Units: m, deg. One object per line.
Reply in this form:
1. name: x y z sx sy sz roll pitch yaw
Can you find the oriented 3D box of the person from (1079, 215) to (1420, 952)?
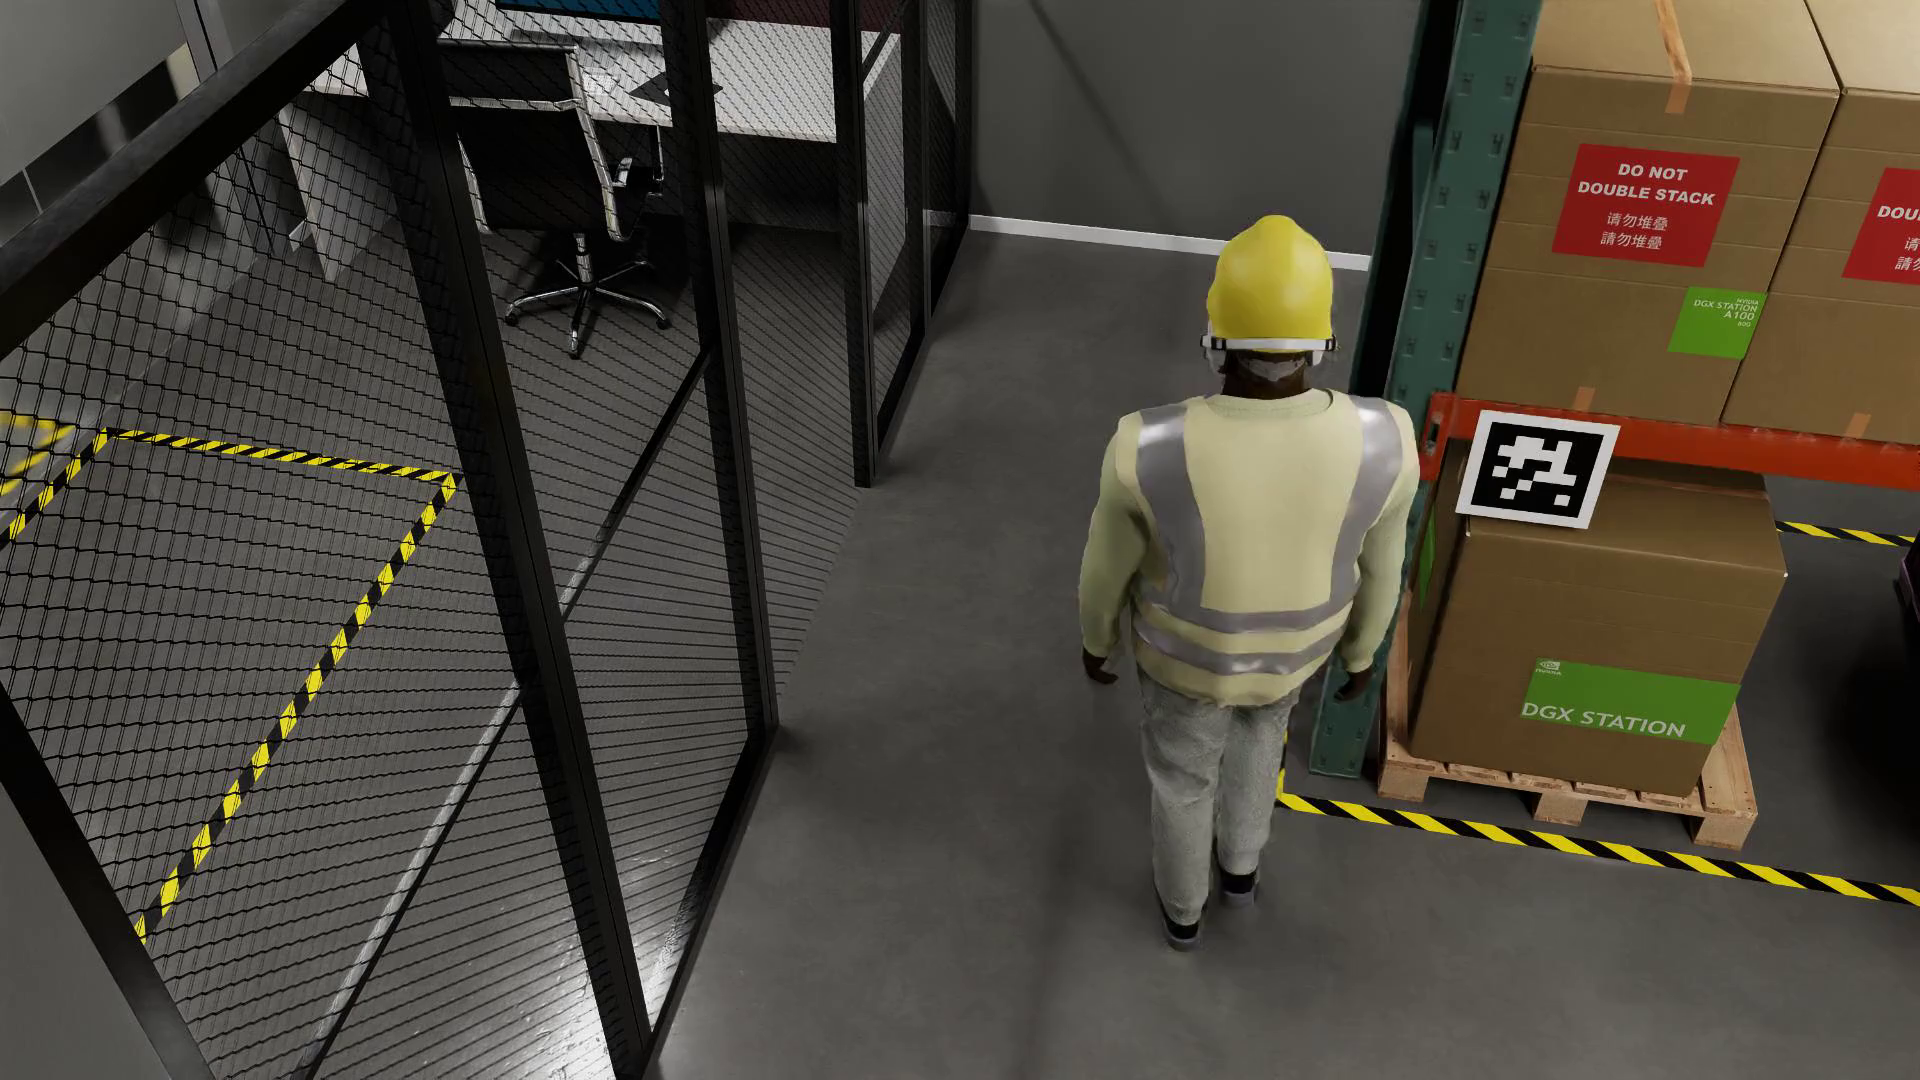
1. person: 0.541 0.154 3.407 0.618 1.818 0.497 -3 41 -3
